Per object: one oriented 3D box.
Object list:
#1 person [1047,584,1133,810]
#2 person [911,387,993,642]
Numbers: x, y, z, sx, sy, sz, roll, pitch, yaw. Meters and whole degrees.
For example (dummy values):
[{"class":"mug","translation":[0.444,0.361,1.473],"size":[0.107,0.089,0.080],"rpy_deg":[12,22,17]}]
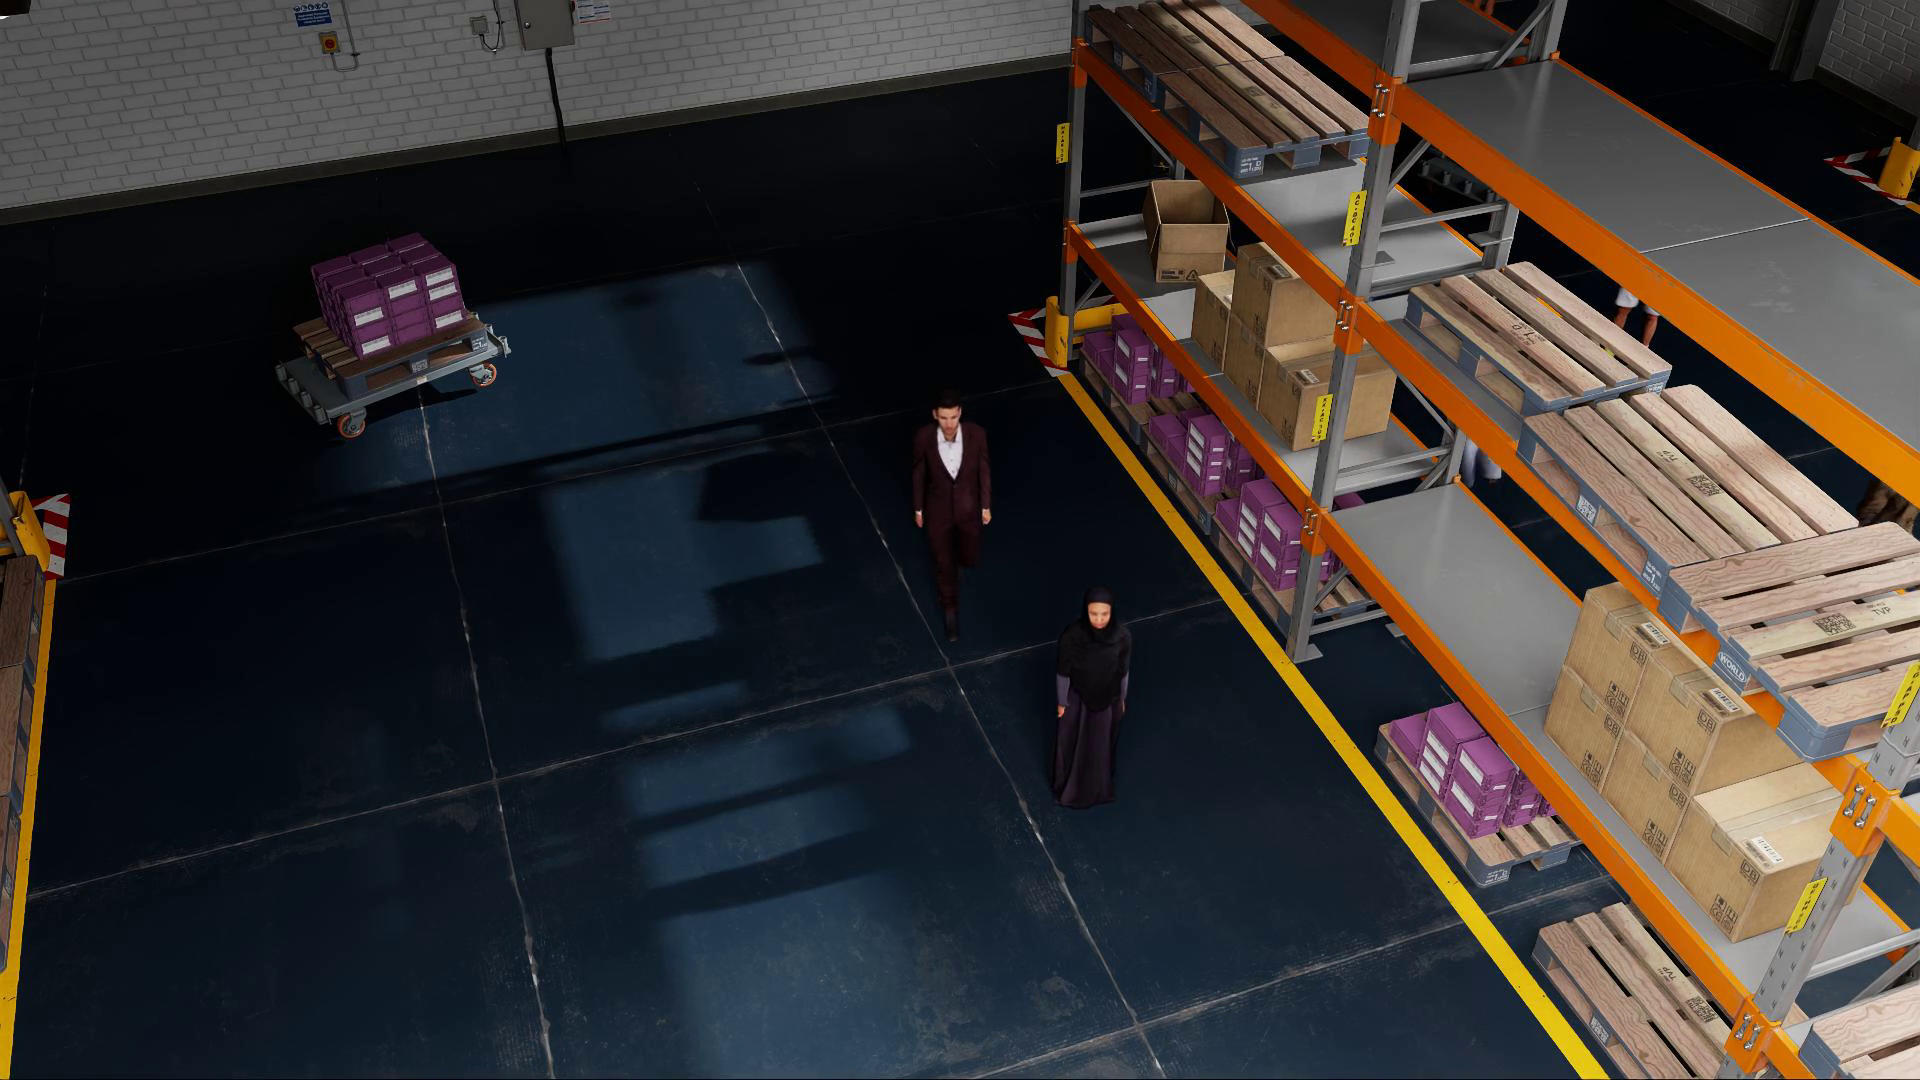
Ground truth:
[{"class":"person","translation":[0.777,0.904,9.772],"size":[0.672,1.614,0.671],"rpy_deg":[-3,39,-4]},{"class":"person","translation":[-0.050,-0.253,11.033],"size":[0.854,1.849,1.085],"rpy_deg":[-3,39,-3]}]
